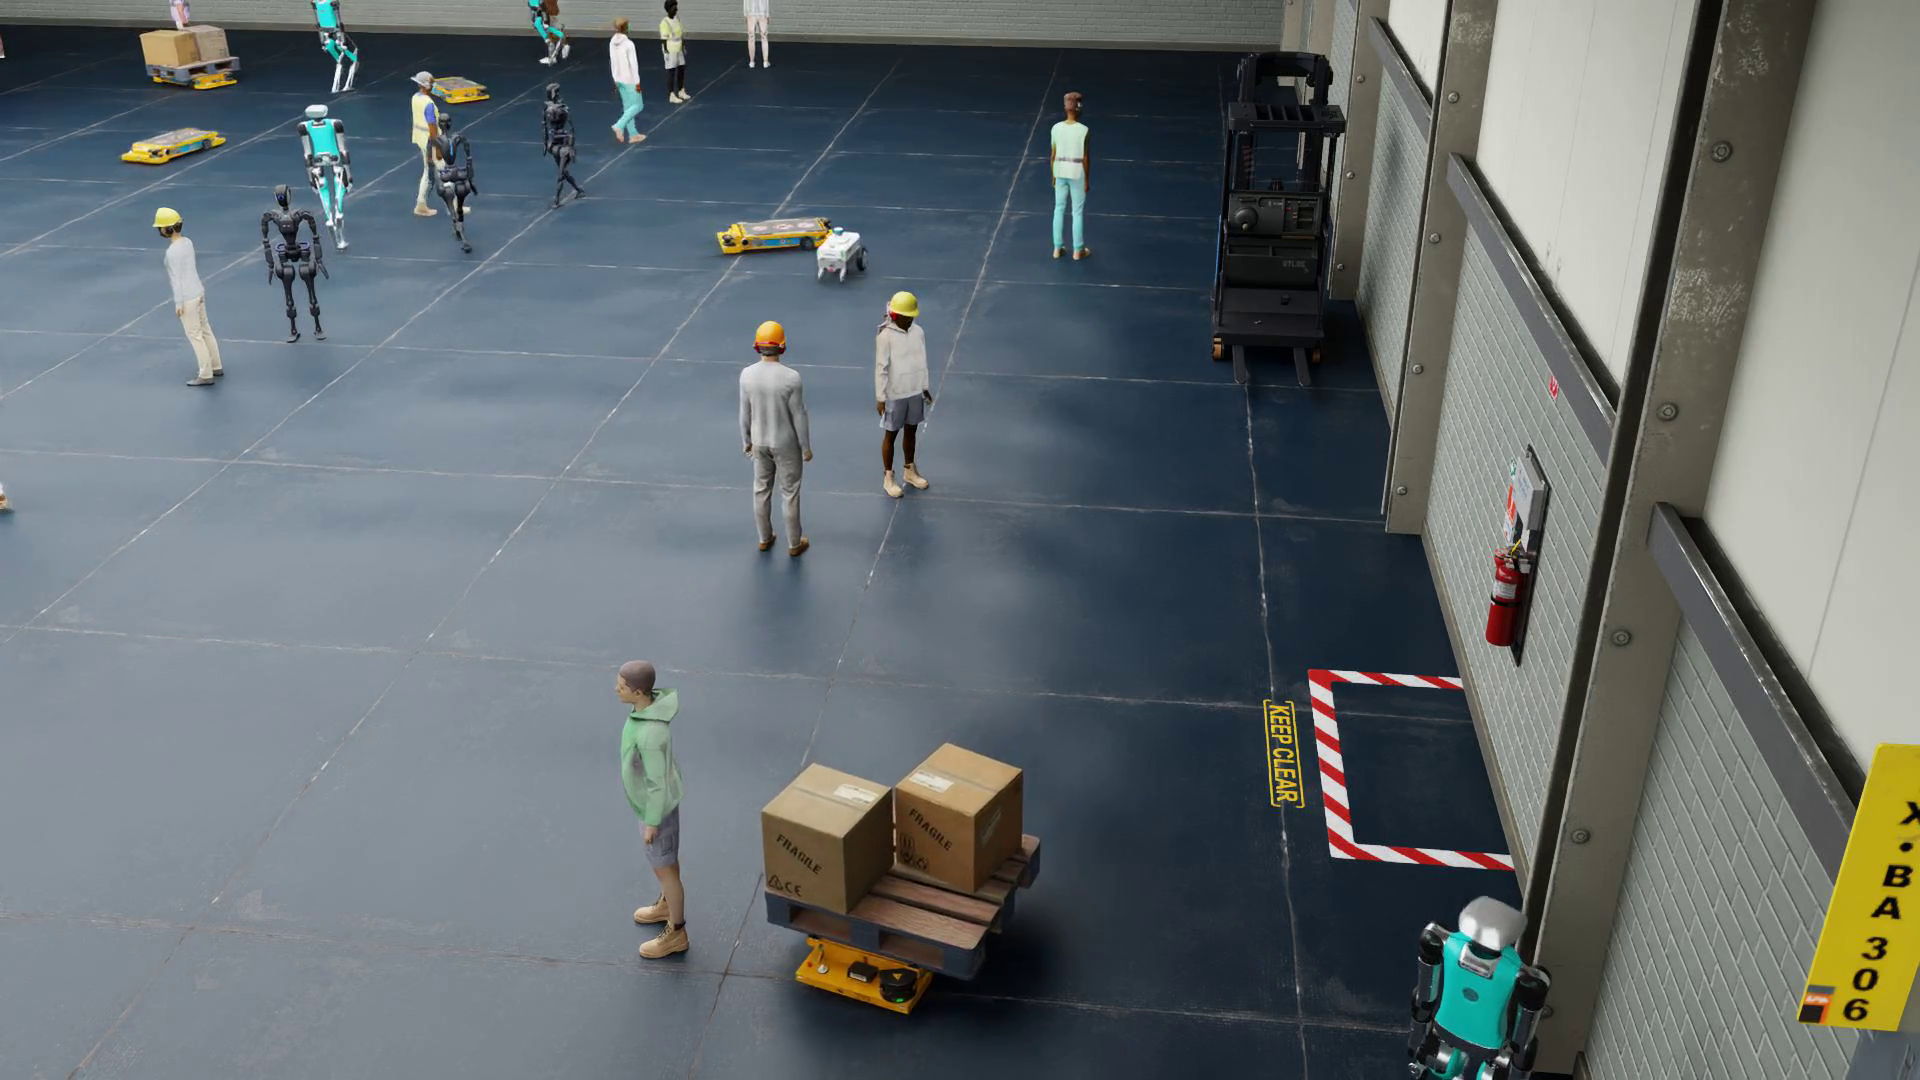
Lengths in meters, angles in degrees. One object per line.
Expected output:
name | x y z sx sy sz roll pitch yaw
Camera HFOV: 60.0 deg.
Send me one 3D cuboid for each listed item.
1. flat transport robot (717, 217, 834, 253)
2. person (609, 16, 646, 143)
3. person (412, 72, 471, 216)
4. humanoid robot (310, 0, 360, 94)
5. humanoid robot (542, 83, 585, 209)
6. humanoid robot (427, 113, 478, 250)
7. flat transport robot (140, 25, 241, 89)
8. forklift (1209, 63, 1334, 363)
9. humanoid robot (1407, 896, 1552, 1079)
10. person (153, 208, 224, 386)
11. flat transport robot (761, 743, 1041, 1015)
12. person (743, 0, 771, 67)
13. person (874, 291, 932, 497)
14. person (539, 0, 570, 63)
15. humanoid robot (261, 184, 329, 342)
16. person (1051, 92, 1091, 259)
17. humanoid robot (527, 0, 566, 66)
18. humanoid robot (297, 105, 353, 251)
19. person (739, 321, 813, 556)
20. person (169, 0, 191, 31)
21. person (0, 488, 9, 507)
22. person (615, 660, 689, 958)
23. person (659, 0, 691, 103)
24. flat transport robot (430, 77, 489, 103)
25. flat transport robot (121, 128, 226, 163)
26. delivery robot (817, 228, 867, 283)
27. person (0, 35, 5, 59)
flat transport robot | -2.273 -3.793 20.711 1.431 0.231 0.659 -6 27 -12
person | -5.085 -6.947 25.187 0.508 1.902 0.629 20 33 34
person | -6.854 -5.123 21.585 0.589 1.892 0.537 -21 33 -35
humanoid robot | -10.701 -8.621 28.677 0.546 1.766 0.666 9 28 17
humanoid robot | -5.323 -5.287 22.184 0.603 1.626 0.786 16 31 29
humanoid robot | -6.241 -4.400 20.424 0.609 1.622 0.820 -18 32 -32
flat transport robot | -13.594 -8.198 29.505 1.431 0.231 0.659 16 31 28
forklift | 3.241 -3.477 17.183 1.129 2.768 1.873 3 27 6
humanoid robot | 2.238 2.161 7.121 0.544 1.731 0.724 19 32 33
person | -7.545 -2.370 16.210 0.337 1.758 0.522 -3 27 -5
flat transport robot | -0.280 2.006 9.133 0.659 0.231 1.431 11 29 21
person | -3.752 -9.678 30.678 0.498 1.869 0.394 -3 27 -6
person | -0.503 -1.247 13.960 0.530 1.761 0.406 -20 33 -34
person | -7.668 -9.848 31.038 0.494 1.839 0.808 -1 27 -2
humanoid robot | -6.911 -2.887 17.314 0.599 1.657 0.315 -7 27 -14
person | 1.312 -4.347 19.913 0.483 1.978 0.411 12 29 23
humanoid robot | -7.588 -9.541 30.670 0.748 1.886 0.530 -22 34 -37
humanoid robot | -7.633 -4.266 20.062 0.557 1.817 0.767 -4 27 -8
person | -1.425 -0.776 12.886 0.569 1.889 0.389 8 28 15
person | -13.992 -9.423 29.976 0.387 2.039 0.610 -12 29 -23
person | -8.362 -1.147 13.689 0.998 1.836 0.589 9 28 17
person | -1.599 1.390 8.718 0.338 1.742 0.480 -6 27 -12
person | -4.816 -8.227 27.974 0.368 1.688 0.543 9 28 18
flat transport robot | -8.696 -7.739 28.588 0.659 0.231 1.431 -19 32 -33
flat transport robot | -11.791 -5.918 24.952 0.659 0.231 1.431 9 28 17
delivery robot | -1.417 -3.381 19.540 0.499 0.568 0.747 6 27 12
person | -18.389 -9.957 31.194 0.403 1.905 0.641 4 27 7
